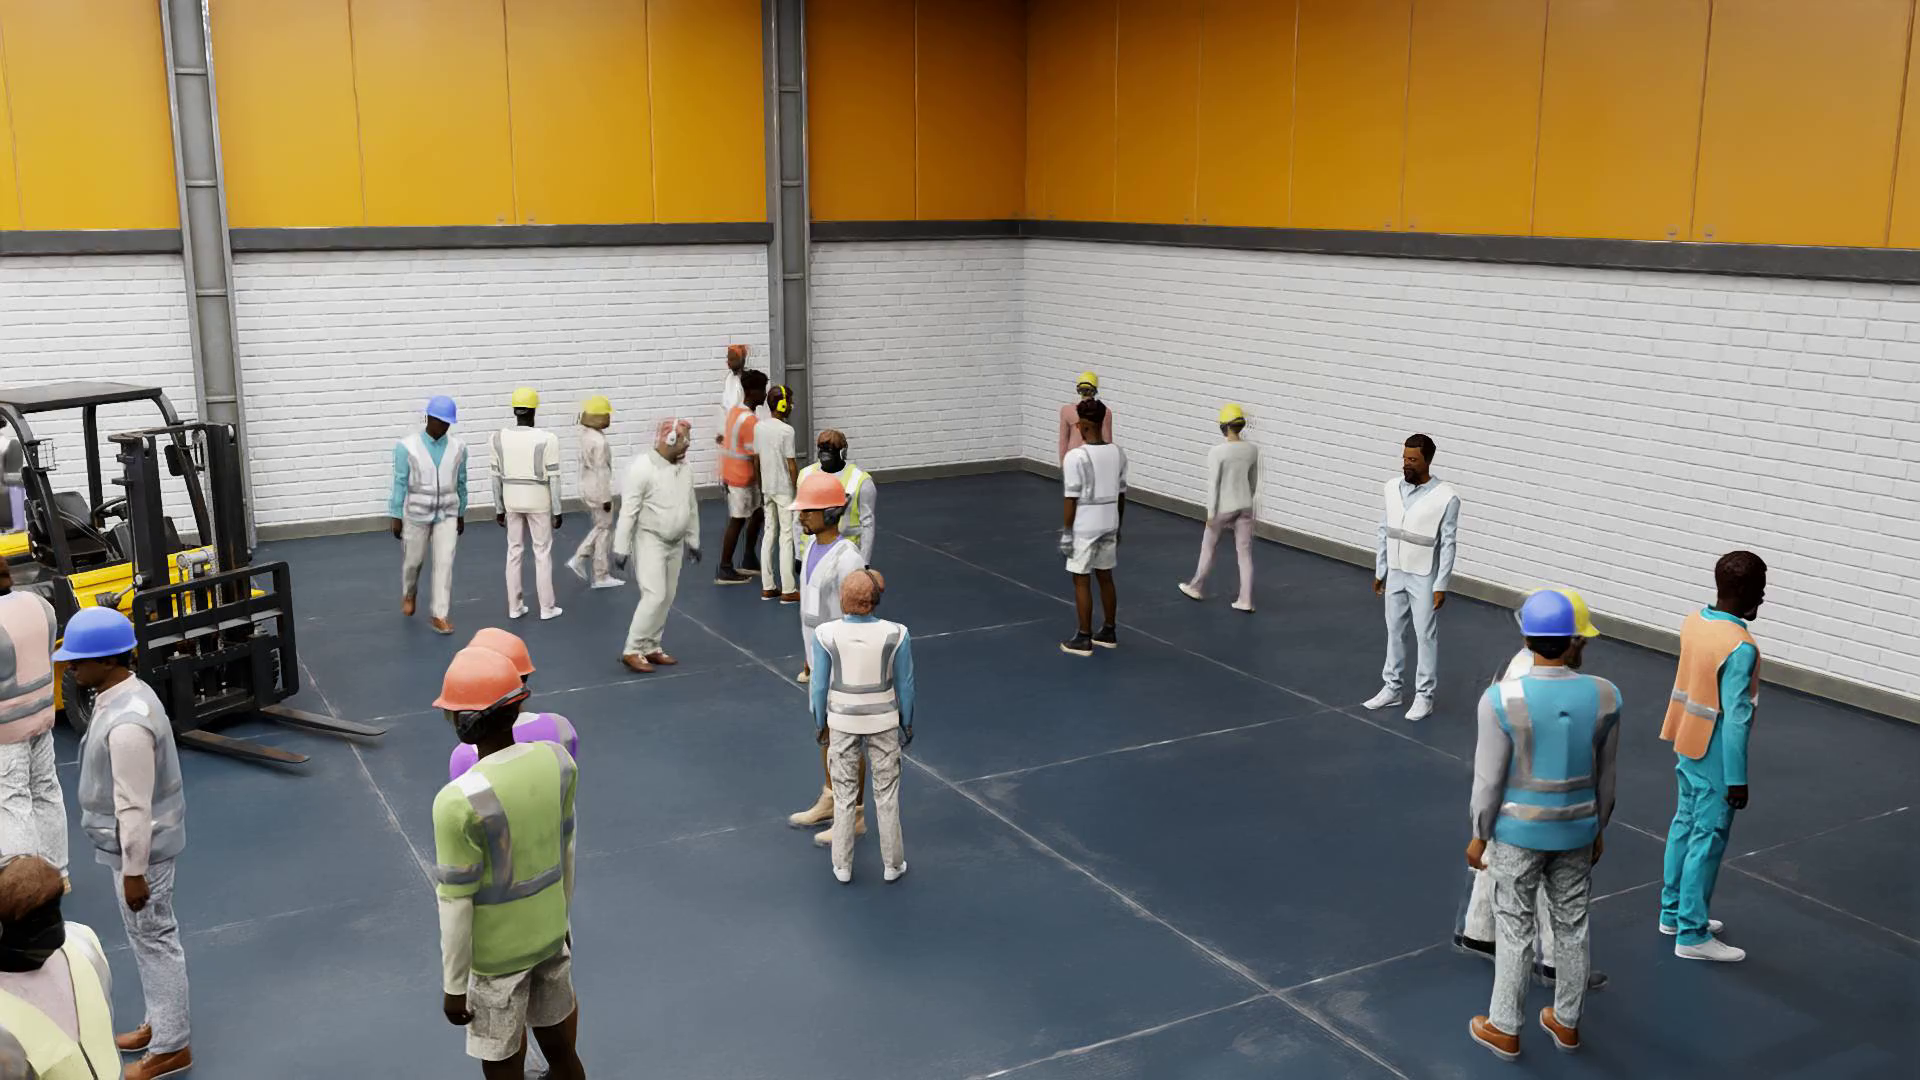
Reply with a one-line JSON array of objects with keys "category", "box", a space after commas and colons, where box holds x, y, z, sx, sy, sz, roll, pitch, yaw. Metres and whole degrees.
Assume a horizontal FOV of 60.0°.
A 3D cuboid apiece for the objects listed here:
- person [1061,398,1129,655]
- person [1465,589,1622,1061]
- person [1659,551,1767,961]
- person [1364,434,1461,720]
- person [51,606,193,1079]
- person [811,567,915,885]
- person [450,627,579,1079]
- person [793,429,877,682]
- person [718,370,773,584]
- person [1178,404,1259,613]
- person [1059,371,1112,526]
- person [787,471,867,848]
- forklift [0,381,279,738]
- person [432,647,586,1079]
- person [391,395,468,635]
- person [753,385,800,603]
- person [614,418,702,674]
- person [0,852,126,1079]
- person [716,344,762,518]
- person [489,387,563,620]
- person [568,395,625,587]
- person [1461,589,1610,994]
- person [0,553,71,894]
[{"category": "person", "box": [1.007, -0.104, 12.649, 0.609, 1.957, 0.372, -10, 16, -39]}, {"category": "person", "box": [2.345, 1.161, 6.747, 0.605, 1.944, 0.403, -2, 12, -8]}, {"category": "person", "box": [3.456, 0.984, 7.666, 0.399, 1.911, 0.587, 1, 12, 3]}, {"category": "person", "box": [3.043, 0.236, 11.144, 0.391, 1.920, 0.593, -10, 15, -38]}, {"category": "person", "box": [-3.280, 1.200, 6.588, 0.410, 1.942, 0.608, -6, 14, -28]}, {"category": "person", "box": [-0.490, 0.952, 8.454, 0.522, 1.636, 0.311, 0, 12, 0]}, {"category": "person", "box": [-1.682, 1.274, 6.258, 0.389, 1.930, 0.544, 9, 15, 35]}, {"category": "person", "box": [-0.911, 0.124, 11.848, 0.626, 1.846, 0.429, 4, 13, 19]}, {"category": "person", "box": [-1.887, -0.559, 14.835, 0.660, 1.928, 0.621, -4, 13, -17]}, {"category": "person", "box": [2.215, -0.288, 14.032, 0.544, 1.731, 0.825, -6, 13, -26]}, {"category": "person", "box": [1.226, -0.770, 16.247, 0.532, 1.758, 0.345, 3, 12, 15]}, {"category": "person", "box": [-0.714, 0.640, 8.957, 0.397, 2.044, 0.609, -6, 13, -27]}, {"category": "forklift", "box": [-5.853, 0.085, 11.199, 2.313, 2.155, 1.214, 7, 14, 28]}, {"category": "person", "box": [-1.548, 1.353, 5.652, 0.417, 2.034, 0.603, 6, 13, 25]}, {"category": "person", "box": [-4.274, -0.231, 13.370, 0.648, 1.903, 0.792, -8, 14, -33]}, {"category": "person", "box": [-1.537, -0.390, 14.209, 0.518, 1.865, 0.326, 10, 16, 39]}, {"category": "person", "box": [-2.198, 0.030, 12.228, 0.492, 1.868, 0.674, 6, 14, 27]}, {"category": "person", "box": [-2.447, 1.705, 4.445, 0.429, 1.840, 0.633, 2, 12, 11]}, {"category": "person", "box": [-2.357, -1.153, 17.761, 0.486, 1.866, 0.572, -9, 15, -37]}, {"category": "person", "box": [-3.537, -0.294, 13.636, 0.588, 1.918, 0.397, 2, 12, 8]}, {"category": "person", "box": [-3.199, -0.423, 14.682, 0.411, 1.723, 0.502, -7, 14, -31]}, {"category": "person", "box": [2.633, 1.097, 7.388, 0.780, 1.799, 0.619, 5, 13, 23]}, {"category": "person", "box": [-4.639, 0.930, 8.086, 0.429, 1.838, 0.621, 1, 12, 4]}]
